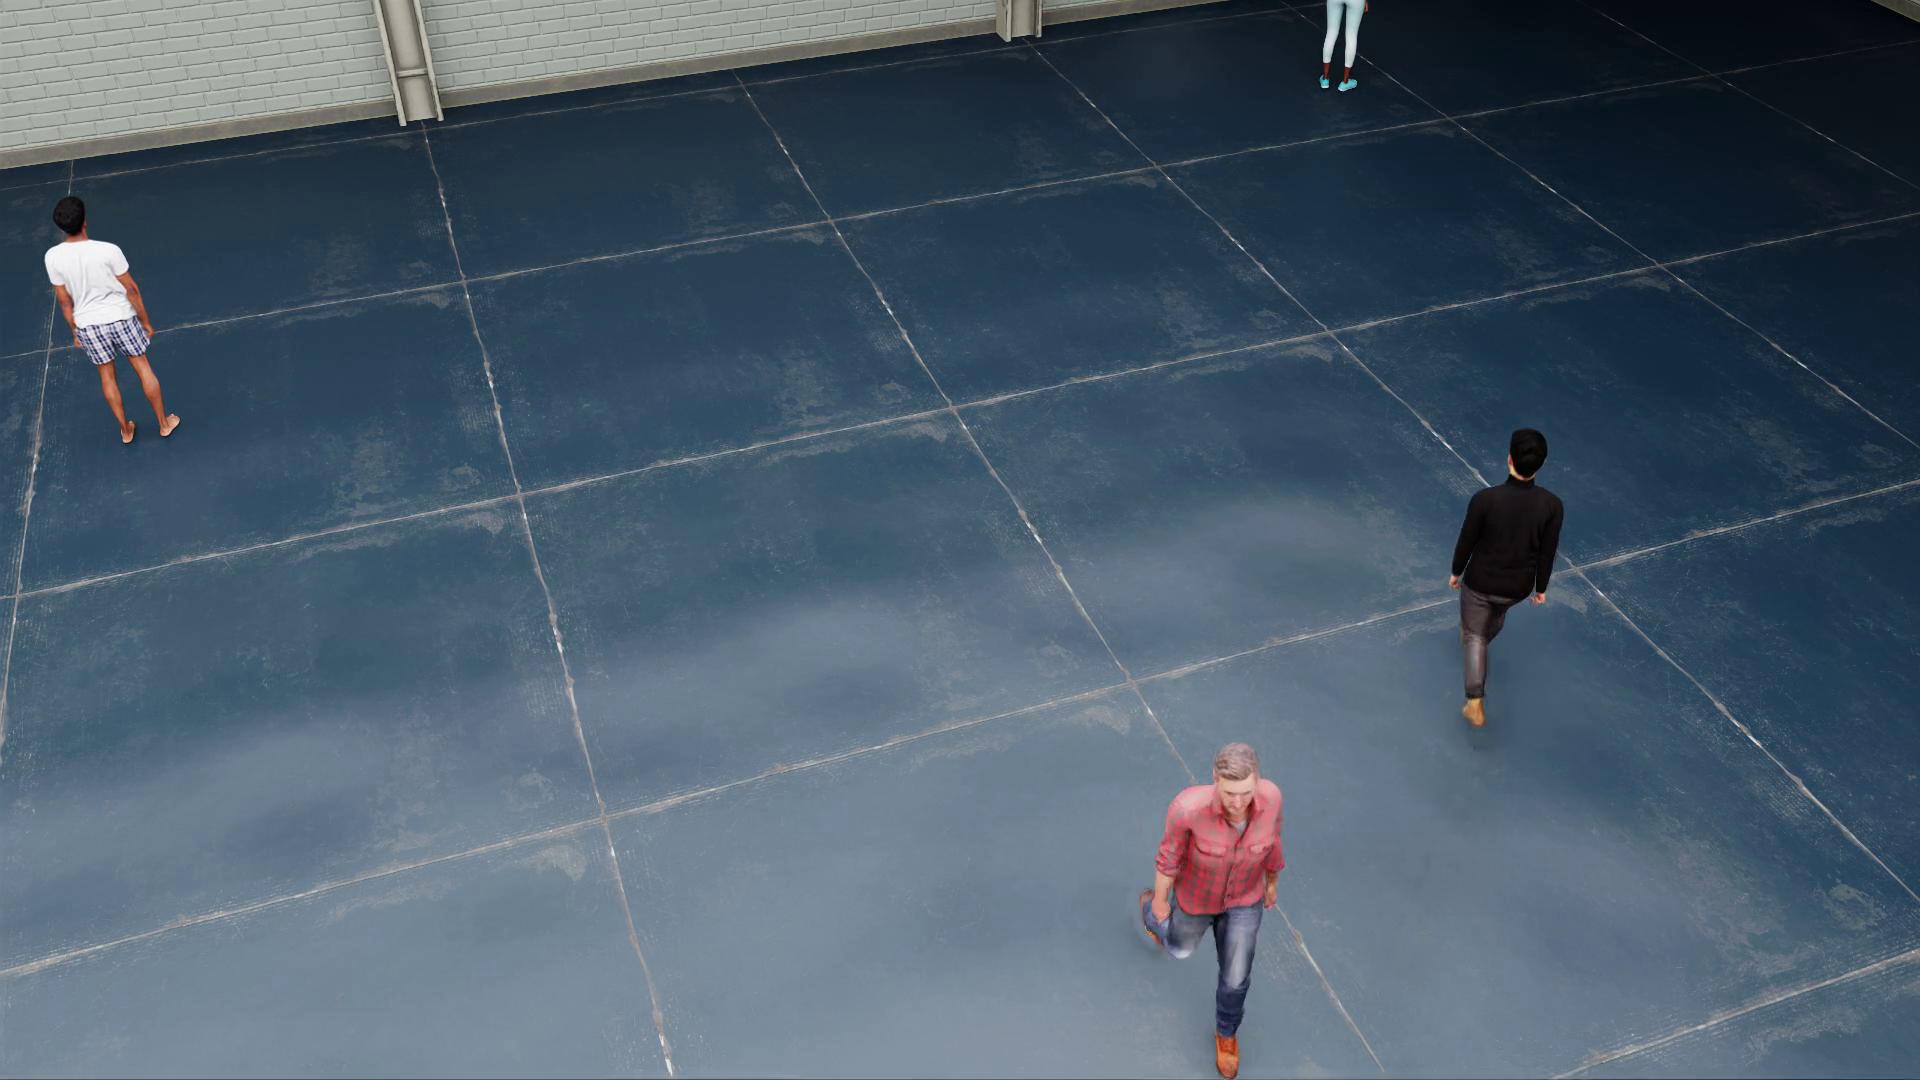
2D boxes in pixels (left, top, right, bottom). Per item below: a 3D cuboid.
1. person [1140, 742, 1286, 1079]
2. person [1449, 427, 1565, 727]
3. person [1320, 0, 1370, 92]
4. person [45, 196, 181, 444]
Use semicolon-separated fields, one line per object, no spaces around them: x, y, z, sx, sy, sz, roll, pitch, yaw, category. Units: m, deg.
1.064;1.442;7.164;1.121;1.792;0.931;-7;39;-9;person
2.853;0.227;8.796;1.142;1.695;0.990;1;38;1;person
3.619;-5.085;15.562;0.645;1.723;0.711;14;40;18;person
-5.579;-1.422;10.874;0.478;1.732;0.720;-9;39;-12;person
